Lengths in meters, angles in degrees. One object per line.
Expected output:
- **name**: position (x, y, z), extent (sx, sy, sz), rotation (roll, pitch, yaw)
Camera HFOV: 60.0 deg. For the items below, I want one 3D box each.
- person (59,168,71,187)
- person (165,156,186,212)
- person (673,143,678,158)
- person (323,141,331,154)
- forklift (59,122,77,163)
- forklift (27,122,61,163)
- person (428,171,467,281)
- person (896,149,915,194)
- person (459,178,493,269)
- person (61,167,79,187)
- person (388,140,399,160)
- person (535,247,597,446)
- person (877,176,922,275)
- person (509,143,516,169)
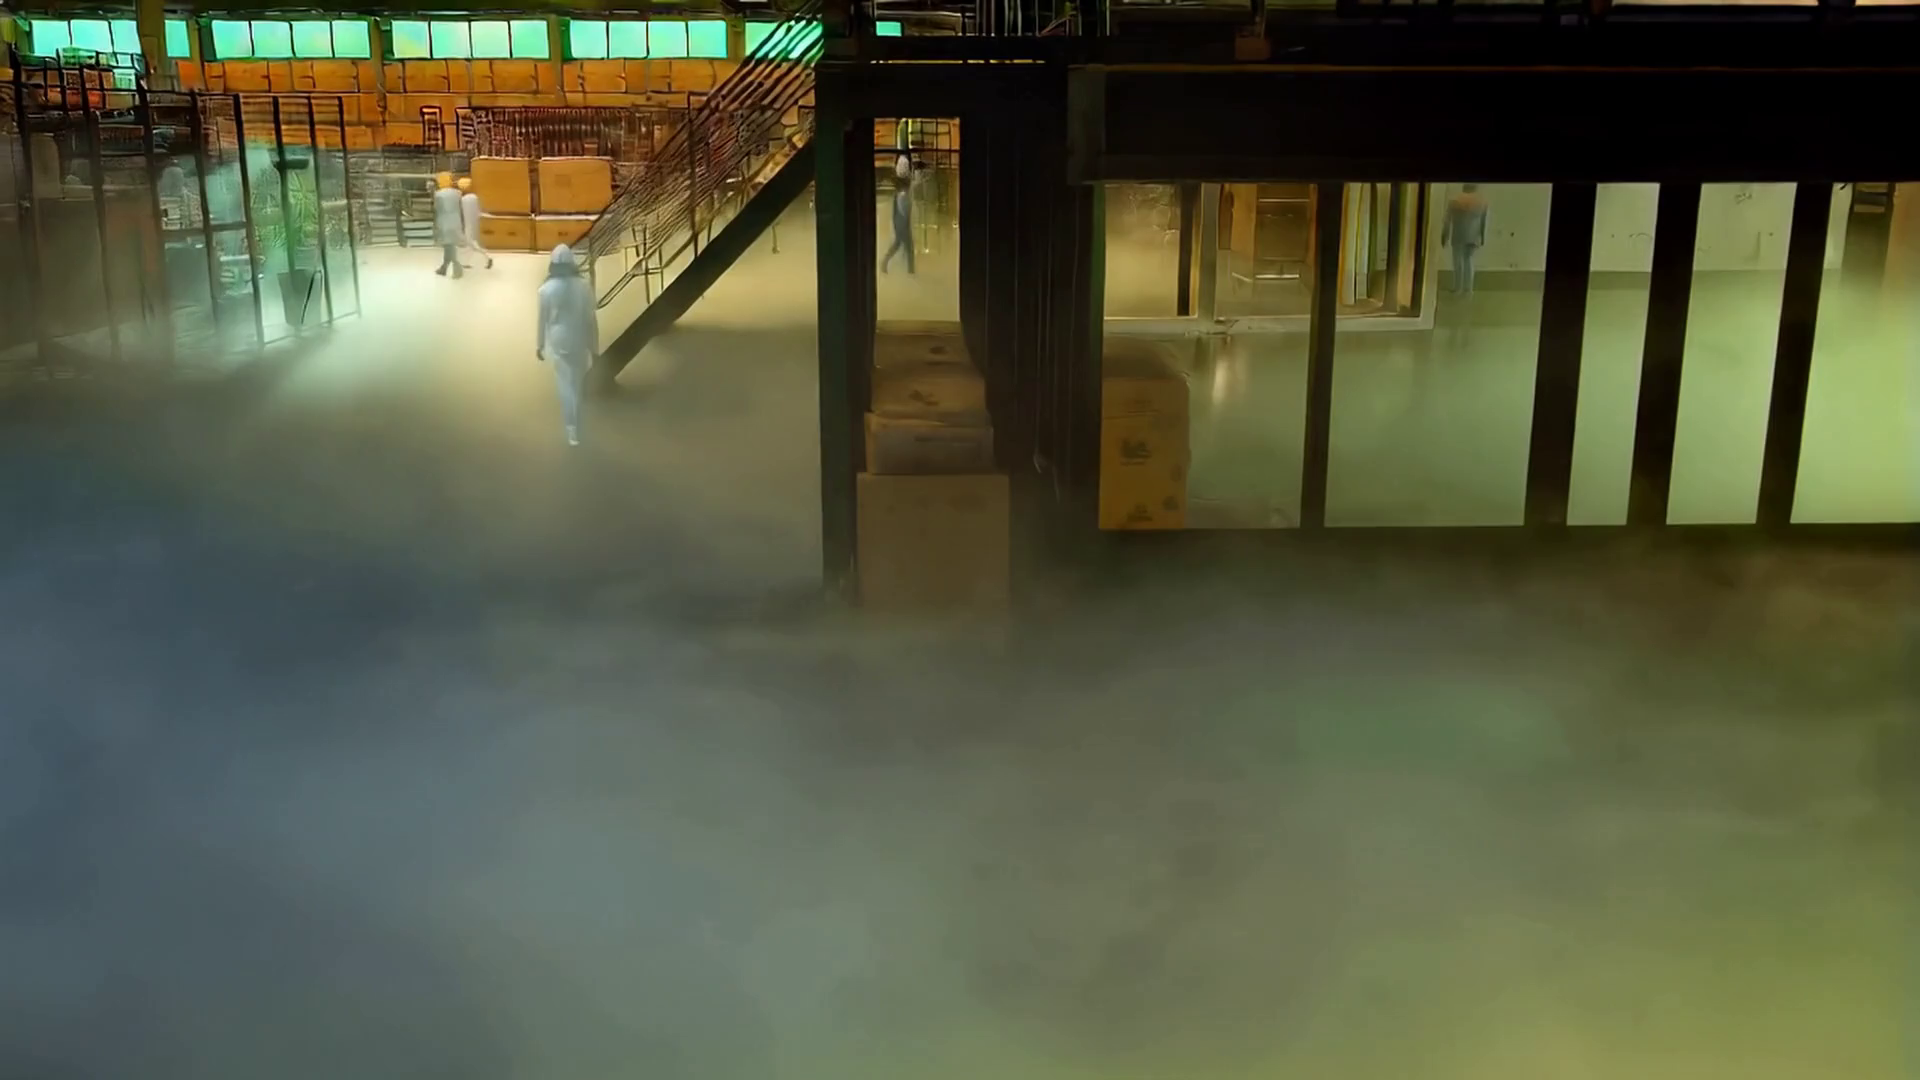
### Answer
- **person**: position (-18.381, -6.635, 33.890), extent (0.610, 1.872, 0.721), rotation (-13, 19, -42)
- **person**: position (-23.343, -10.508, 49.521), extent (0.599, 1.809, 0.758), rotation (0, 14, 1)
- **person**: position (-15.709, -21.209, 92.250), extent (0.629, 1.820, 0.580), rotation (2, 14, 9)
- **person**: position (-30.632, -18.317, 80.455), extent (1.028, 1.950, 0.613), rotation (-2, 14, -8)
- **forklift**: position (-38.752, -16.789, 72.434), extent (1.873, 2.768, 1.129), rotation (-9, 17, -32)
- **forklift**: position (-35.376, -14.773, 64.377), extent (1.129, 2.768, 1.873), rotation (-1, 14, -2)
- **person**: position (-9.180, -5.607, 29.708), extent (0.995, 1.911, 0.625), rotation (12, 18, 39)
- **person**: position (-1.928, -12.826, 58.672), extent (0.656, 1.856, 0.996), rotation (1, 14, 3)
- **person**: position (-9.292, -6.021, 31.709), extent (0.746, 1.744, 0.527), rotation (3, 14, 13)
- **person**: position (-24.730, -9.582, 46.268), extent (0.494, 1.573, 0.874), rotation (-3, 14, -11)
- **person**: position (-28.986, -19.493, 85.174), extent (0.658, 1.926, 0.613), rotation (10, 17, 33)
- **person**: position (-3.444, -1.702, 14.533), extent (0.510, 1.686, 0.917), rotation (-5, 15, -21)
- **person**: position (-1.128, -5.758, 30.536), extent (0.847, 1.822, 0.507), rotation (-8, 16, -29)
- **person**: position (-22.851, -19.373, 85.006), extent (0.864, 1.787, 0.616), rotation (3, 14, 13)
